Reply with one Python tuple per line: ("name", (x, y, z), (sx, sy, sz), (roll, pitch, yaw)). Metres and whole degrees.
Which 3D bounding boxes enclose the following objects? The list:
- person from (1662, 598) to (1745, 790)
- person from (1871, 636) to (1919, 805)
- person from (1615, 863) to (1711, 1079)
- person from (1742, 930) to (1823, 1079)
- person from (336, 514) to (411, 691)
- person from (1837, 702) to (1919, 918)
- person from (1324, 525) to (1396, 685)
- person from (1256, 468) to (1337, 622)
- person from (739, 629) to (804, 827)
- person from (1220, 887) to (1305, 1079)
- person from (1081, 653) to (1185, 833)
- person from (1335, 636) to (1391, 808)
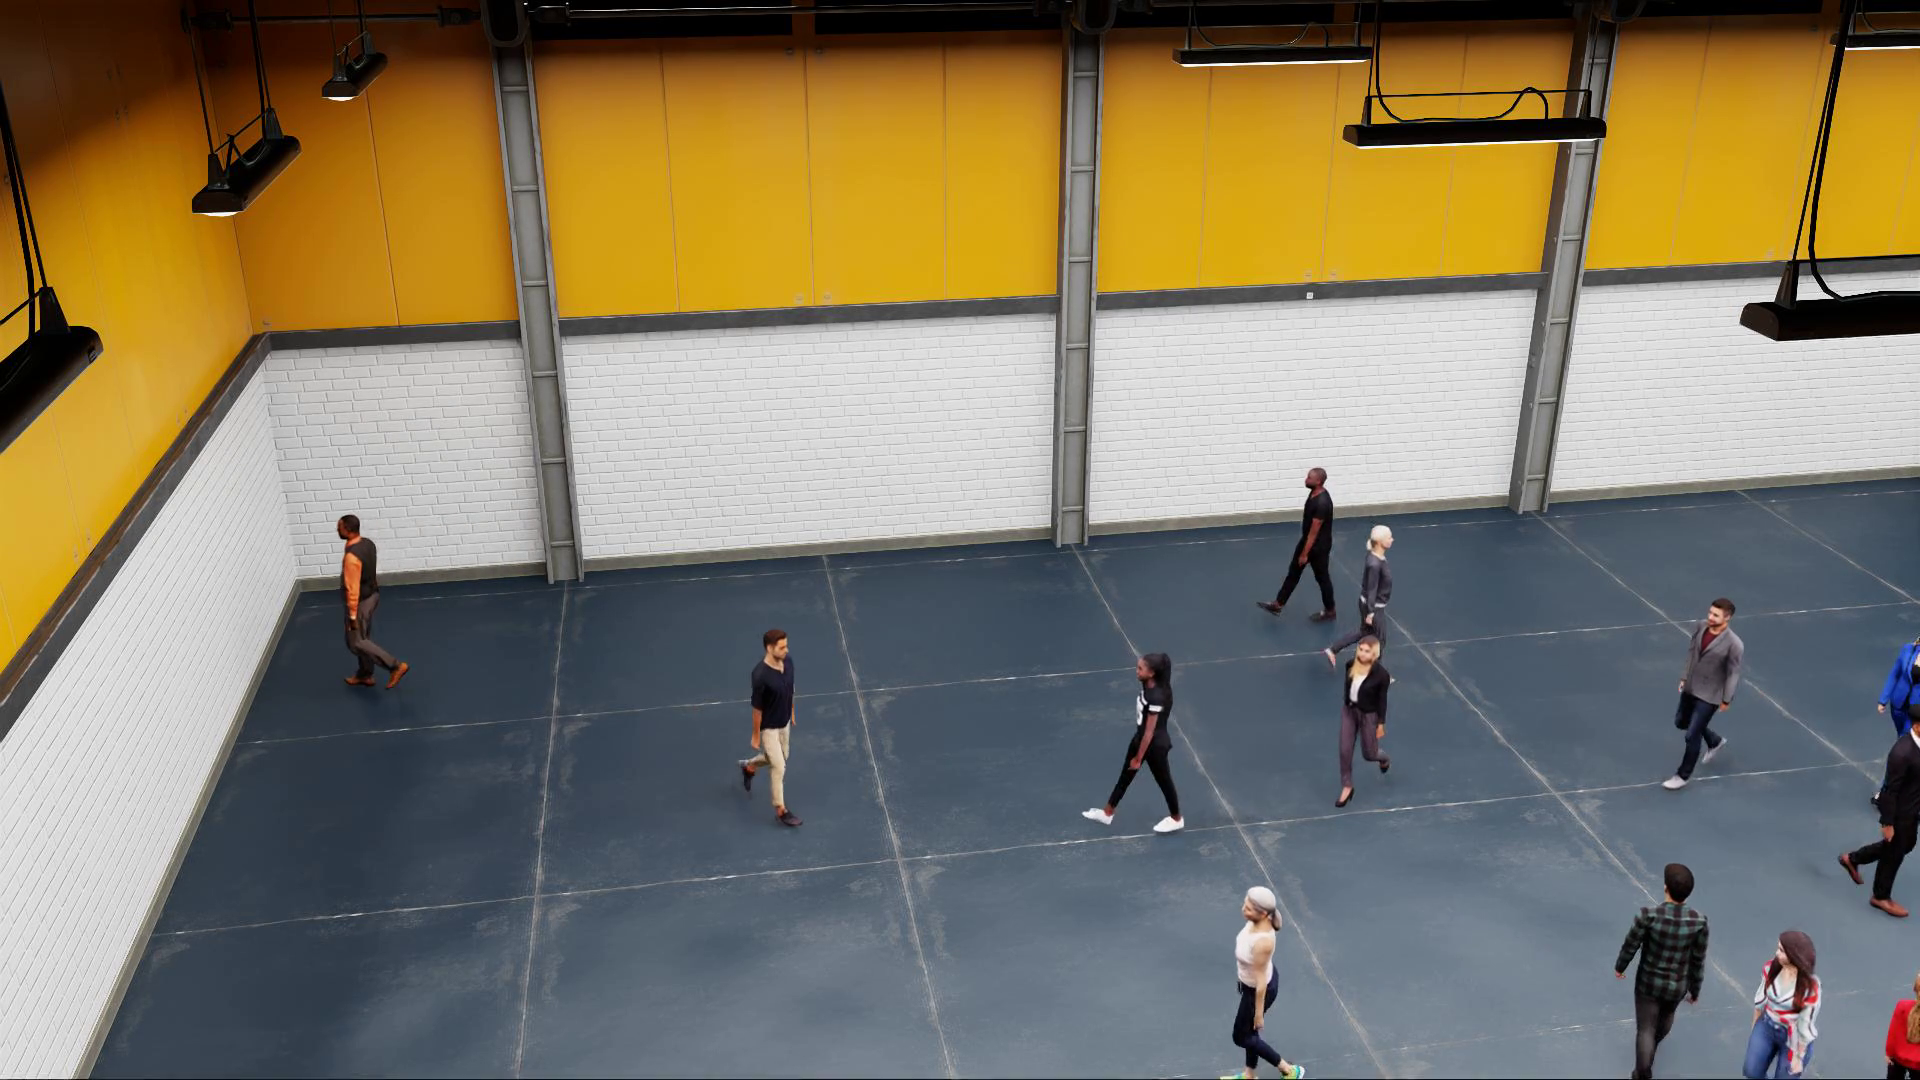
("person", (6.724, 1.345, 14.920), (1.078, 1.849, 0.785), (-8, 25, -18))
("person", (8.516, 1.493, 14.830), (1.228, 1.649, 1.000), (-18, 30, -36))
("person", (4.745, 2.986, 11.204), (1.005, 1.701, 0.939), (4, 24, 10))
("person", (5.447, 3.230, 10.915), (0.777, 1.604, 0.737), (-17, 29, -34))
("person", (-5.858, 0.637, 16.481), (1.064, 1.895, 0.855), (1, 24, 3))
("person", (7.394, 2.078, 13.212), (0.970, 1.874, 1.005), (-20, 30, -38))
("person", (4.071, 0.631, 16.730), (1.025, 1.709, 0.792), (3, 24, 8))
("person", (3.910, 0.086, 17.882), (1.163, 1.783, 0.814), (0, 24, 1))
("person", (-1.698, 1.576, 14.426), (1.175, 1.822, 1.108), (17, 29, 34))
("person", (2.089, 3.060, 11.195), (0.883, 1.689, 0.759), (5, 24, 10))
("person", (1.714, 1.762, 14.160), (1.091, 1.693, 0.627), (-5, 24, -10))
("person", (3.587, 1.570, 14.652), (0.897, 1.652, 1.007), (21, 31, 40))
